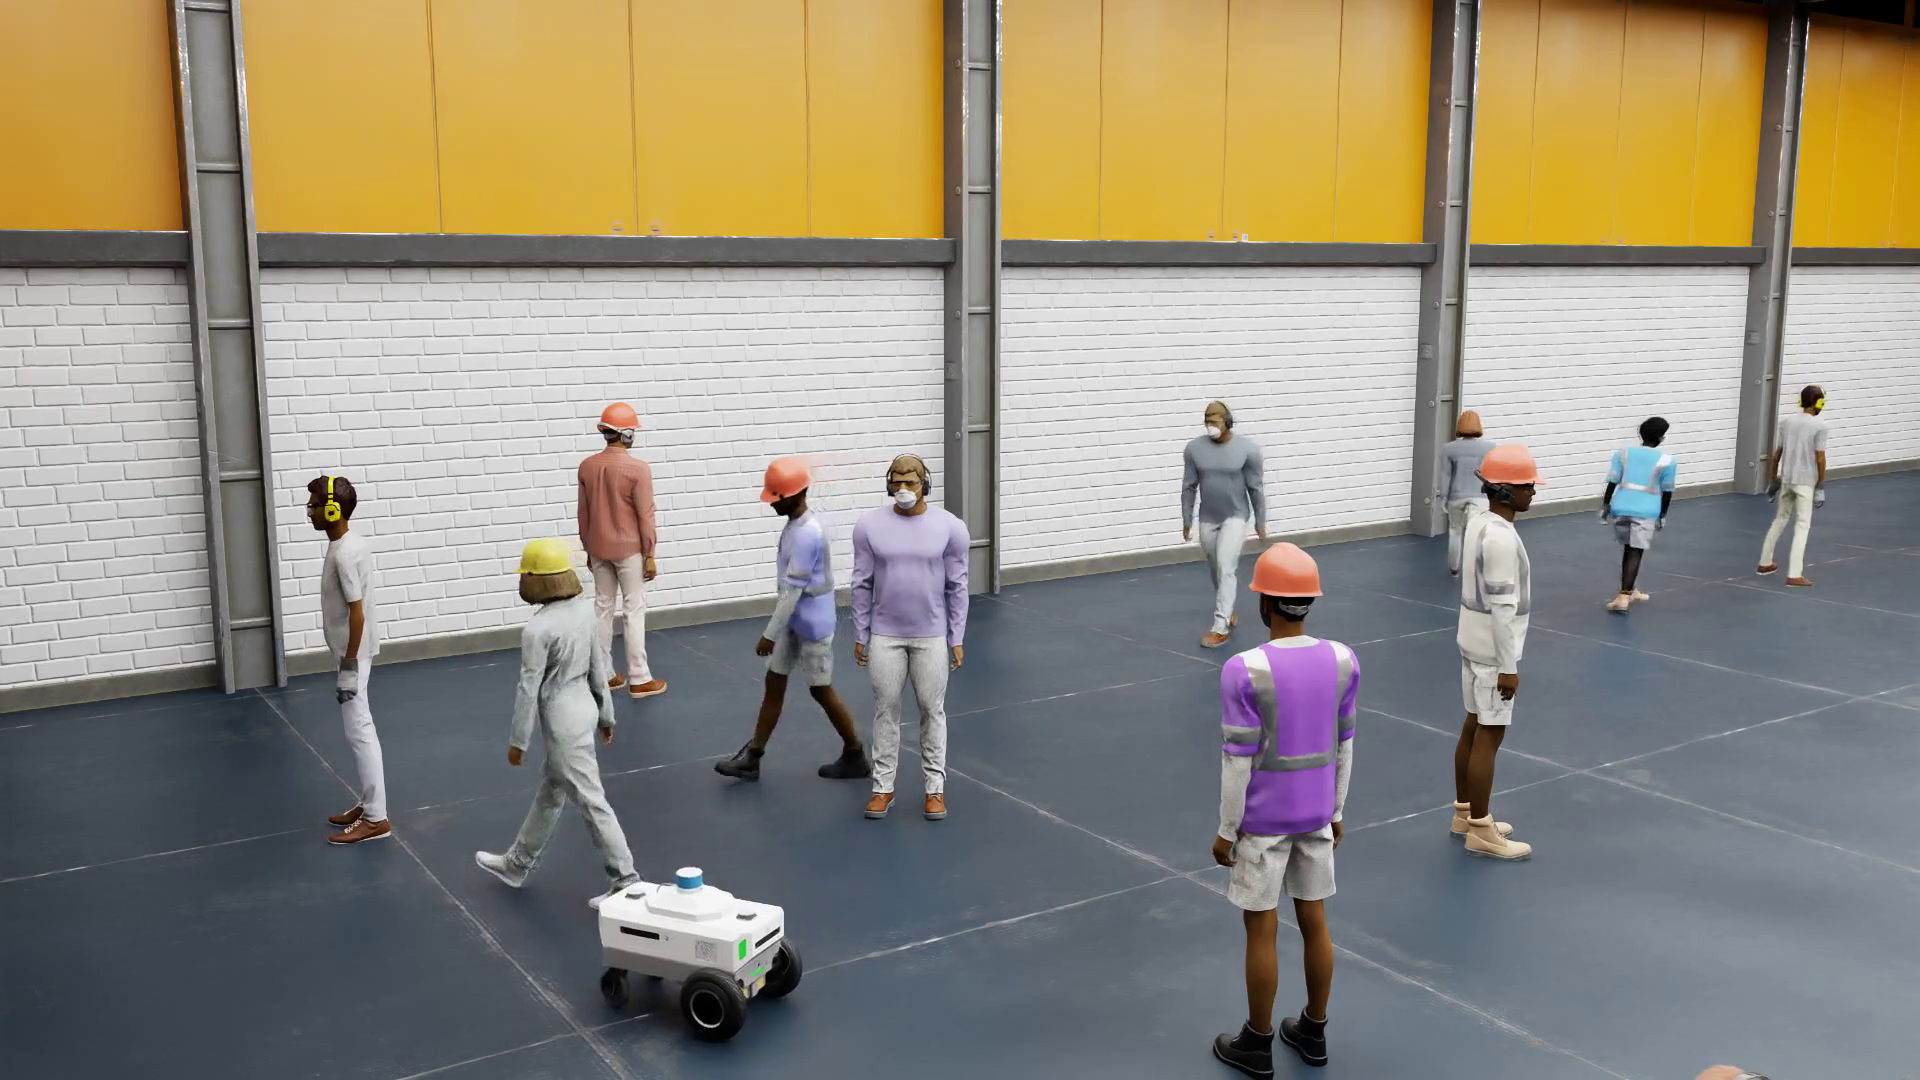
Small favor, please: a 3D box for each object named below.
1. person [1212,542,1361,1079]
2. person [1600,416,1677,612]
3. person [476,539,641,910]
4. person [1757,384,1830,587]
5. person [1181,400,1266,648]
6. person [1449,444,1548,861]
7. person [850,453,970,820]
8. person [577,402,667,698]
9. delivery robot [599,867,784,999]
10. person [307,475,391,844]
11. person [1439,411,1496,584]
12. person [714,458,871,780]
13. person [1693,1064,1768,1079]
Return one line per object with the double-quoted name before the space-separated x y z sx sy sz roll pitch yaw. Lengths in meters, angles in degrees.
"person" 1.148 0.970 5.973 0.544 1.939 0.355 -4 10 -23
"person" 5.689 -0.221 14.023 0.732 1.644 0.527 -8 13 -41
"person" -1.837 0.833 7.518 0.919 1.685 0.497 3 10 16
"person" 7.647 -0.512 15.227 0.461 1.840 0.634 -4 10 -22
"person" 2.077 -0.161 12.969 0.670 1.894 0.966 5 11 29
"person" 2.660 0.542 8.228 0.379 2.045 0.605 1 9 5
"person" -0.265 0.508 8.755 0.630 1.940 0.372 1 9 5
"person" -2.292 0.067 11.237 0.612 1.994 0.394 5 11 27
"delivery robot" -1.054 1.525 6.502 0.707 0.478 0.477 4 10 24
"person" -3.095 0.599 8.414 0.310 1.868 0.532 -3 10 -18
"person" 4.625 -0.378 15.154 0.504 1.587 0.868 3 10 20
"person" -0.896 0.466 9.249 0.878 1.873 0.552 -3 10 -19
"person" 1.233 1.651 2.761 0.512 1.642 0.311 -7 12 -37
